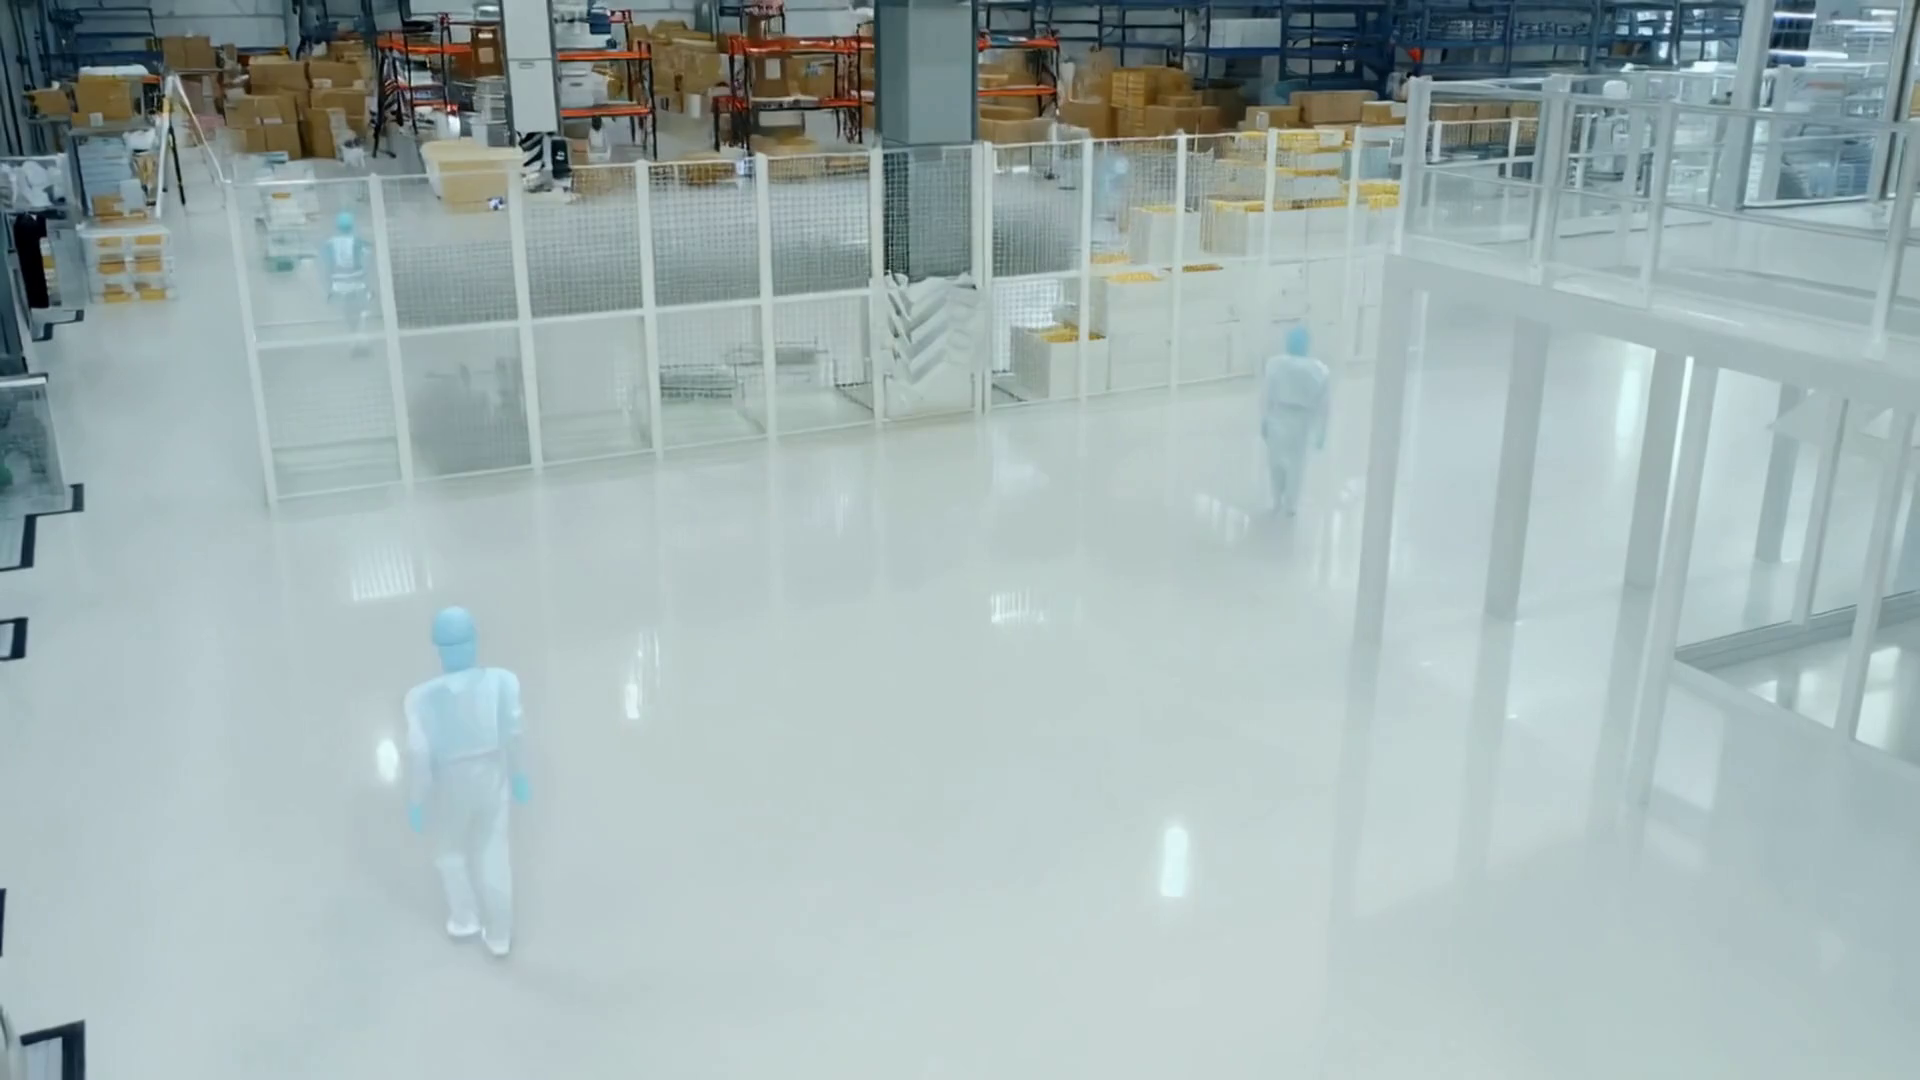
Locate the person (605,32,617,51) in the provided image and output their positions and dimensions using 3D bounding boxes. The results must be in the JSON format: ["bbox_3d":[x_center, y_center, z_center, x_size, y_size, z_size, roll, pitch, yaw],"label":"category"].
[{"bbox_3d":[-16.673,-23.237,79.453,0.367,1.939,0.634,16,25,39],"label":"person"}]

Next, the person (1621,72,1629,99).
[{"bbox_3d":[21.543,-14.375,54.161,0.614,1.671,0.558,-12,23,-32],"label":"person"}]

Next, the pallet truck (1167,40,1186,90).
[{"bbox_3d":[9.045,-19.971,69.895,0.823,1.965,1.885,-3,19,-8],"label":"pallet truck"}]

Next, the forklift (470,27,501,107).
[{"bbox_3d":[-17.269,-17.254,60.687,1.129,2.768,1.873,-2,19,-6],"label":"forklift"}]

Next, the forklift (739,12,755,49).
[{"bbox_3d":[-10.250,-24.364,81.296,1.873,2.768,1.129,-1,19,-1],"label":"forklift"}]

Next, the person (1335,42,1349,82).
[{"bbox_3d":[16.185,-20.150,70.562,0.619,1.902,0.595,-9,21,-24],"label":"person"}]

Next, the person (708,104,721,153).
[{"bbox_3d":[-6.158,-10.122,41.813,0.322,1.692,0.534,-9,21,-25],"label":"person"}]

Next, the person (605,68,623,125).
[{"bbox_3d":[-11.200,-14.372,53.947,0.544,1.803,0.939,-10,22,-27],"label":"person"}]

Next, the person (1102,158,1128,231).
[{"bbox_3d":[2.585,-5.540,28.254,1.006,1.885,0.642,3,19,8],"label":"person"}]

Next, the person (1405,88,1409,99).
[{"bbox_3d":[11.682,-10.800,43.421,0.539,1.929,0.384,-2,19,-6],"label":"person"}]

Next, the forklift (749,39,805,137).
[{"bbox_3d":[-5.692,-13.767,50.579,1.129,2.768,1.873,-16,25,-38],"label":"forklift"}]

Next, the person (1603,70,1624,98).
[{"bbox_3d":[20.688,-13.986,52.839,0.604,1.793,0.851,2,19,5],"label":"person"}]

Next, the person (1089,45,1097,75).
[{"bbox_3d":[5.811,-21.080,73.660,0.560,1.619,0.540,3,19,10],"label":"person"}]

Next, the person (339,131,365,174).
[{"bbox_3d":[-12.455,-7.500,34.129,0.490,1.743,0.324,-1,19,-3],"label":"person"}]

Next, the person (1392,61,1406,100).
[{"bbox_3d":[14.574,-14.898,55.237,0.374,1.966,0.608,-7,20,-18],"label":"person"}]

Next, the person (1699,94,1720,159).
[{"bbox_3d":[20.063,-10.995,44.317,0.336,1.721,0.575,-7,20,-21],"label":"person"}]

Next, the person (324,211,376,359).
[{"bbox_3d":[-7.962,-3.313,21.728,0.617,1.922,0.796,1,19,1],"label":"person"}]

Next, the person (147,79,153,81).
[{"bbox_3d":[-24.975,-13.438,51.514,0.515,1.634,0.313,10,22,28],"label":"person"}]

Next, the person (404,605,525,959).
[{"bbox_3d":[-2.541,1.233,8.559,0.622,1.906,0.572,-13,23,-32],"label":"person"}]

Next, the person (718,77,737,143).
[{"bbox_3d":[-6.715,-12.372,47.992,0.634,1.919,0.731,6,20,16],"label":"person"}]

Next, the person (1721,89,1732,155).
[{"bbox_3d":[19.360,-10.349,42.004,0.375,1.997,0.611,11,22,30],"label":"person"}]

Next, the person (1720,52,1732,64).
[{"bbox_3d":[31.478,-19.255,68.399,0.498,1.614,0.463,-7,20,-19],"label":"person"}]

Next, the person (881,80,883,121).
[{"bbox_3d":[-2.068,-12.312,47.894,0.372,1.874,0.683,8,21,23],"label":"person"}]

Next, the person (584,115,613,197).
[{"bbox_3d":[-8.031,-8.511,36.928,0.650,1.828,0.441,3,19,7],"label":"person"}]

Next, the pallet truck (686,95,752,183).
[{"bbox_3d":[-5.836,-9.608,39.856,0.823,1.965,1.885,10,22,27],"label":"pallet truck"}]

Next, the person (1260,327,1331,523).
[{"bbox_3d":[3.076,-1.055,15.341,0.639,1.814,0.807,4,19,11],"label":"person"}]

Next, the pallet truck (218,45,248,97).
[{"bbox_3d":[-28.879,-18.665,66.111,0.823,1.965,1.885,-3,19,-9],"label":"pallet truck"}]

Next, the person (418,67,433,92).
[{"bbox_3d":[-18.880,-16.081,58.720,0.542,1.931,0.375,1,19,3],"label":"person"}]

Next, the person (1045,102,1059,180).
[{"bbox_3d":[2.226,-9.608,40.072,0.328,1.861,0.503,-3,19,-8],"label":"person"}]

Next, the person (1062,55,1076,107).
[{"bbox_3d":[4.010,-16.917,61.266,0.516,1.852,0.447,-1,19,-4],"label":"person"}]

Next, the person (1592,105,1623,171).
[{"bbox_3d":[14.549,-8.858,37.616,0.536,2.000,0.688,-12,22,-31],"label":"person"}]
